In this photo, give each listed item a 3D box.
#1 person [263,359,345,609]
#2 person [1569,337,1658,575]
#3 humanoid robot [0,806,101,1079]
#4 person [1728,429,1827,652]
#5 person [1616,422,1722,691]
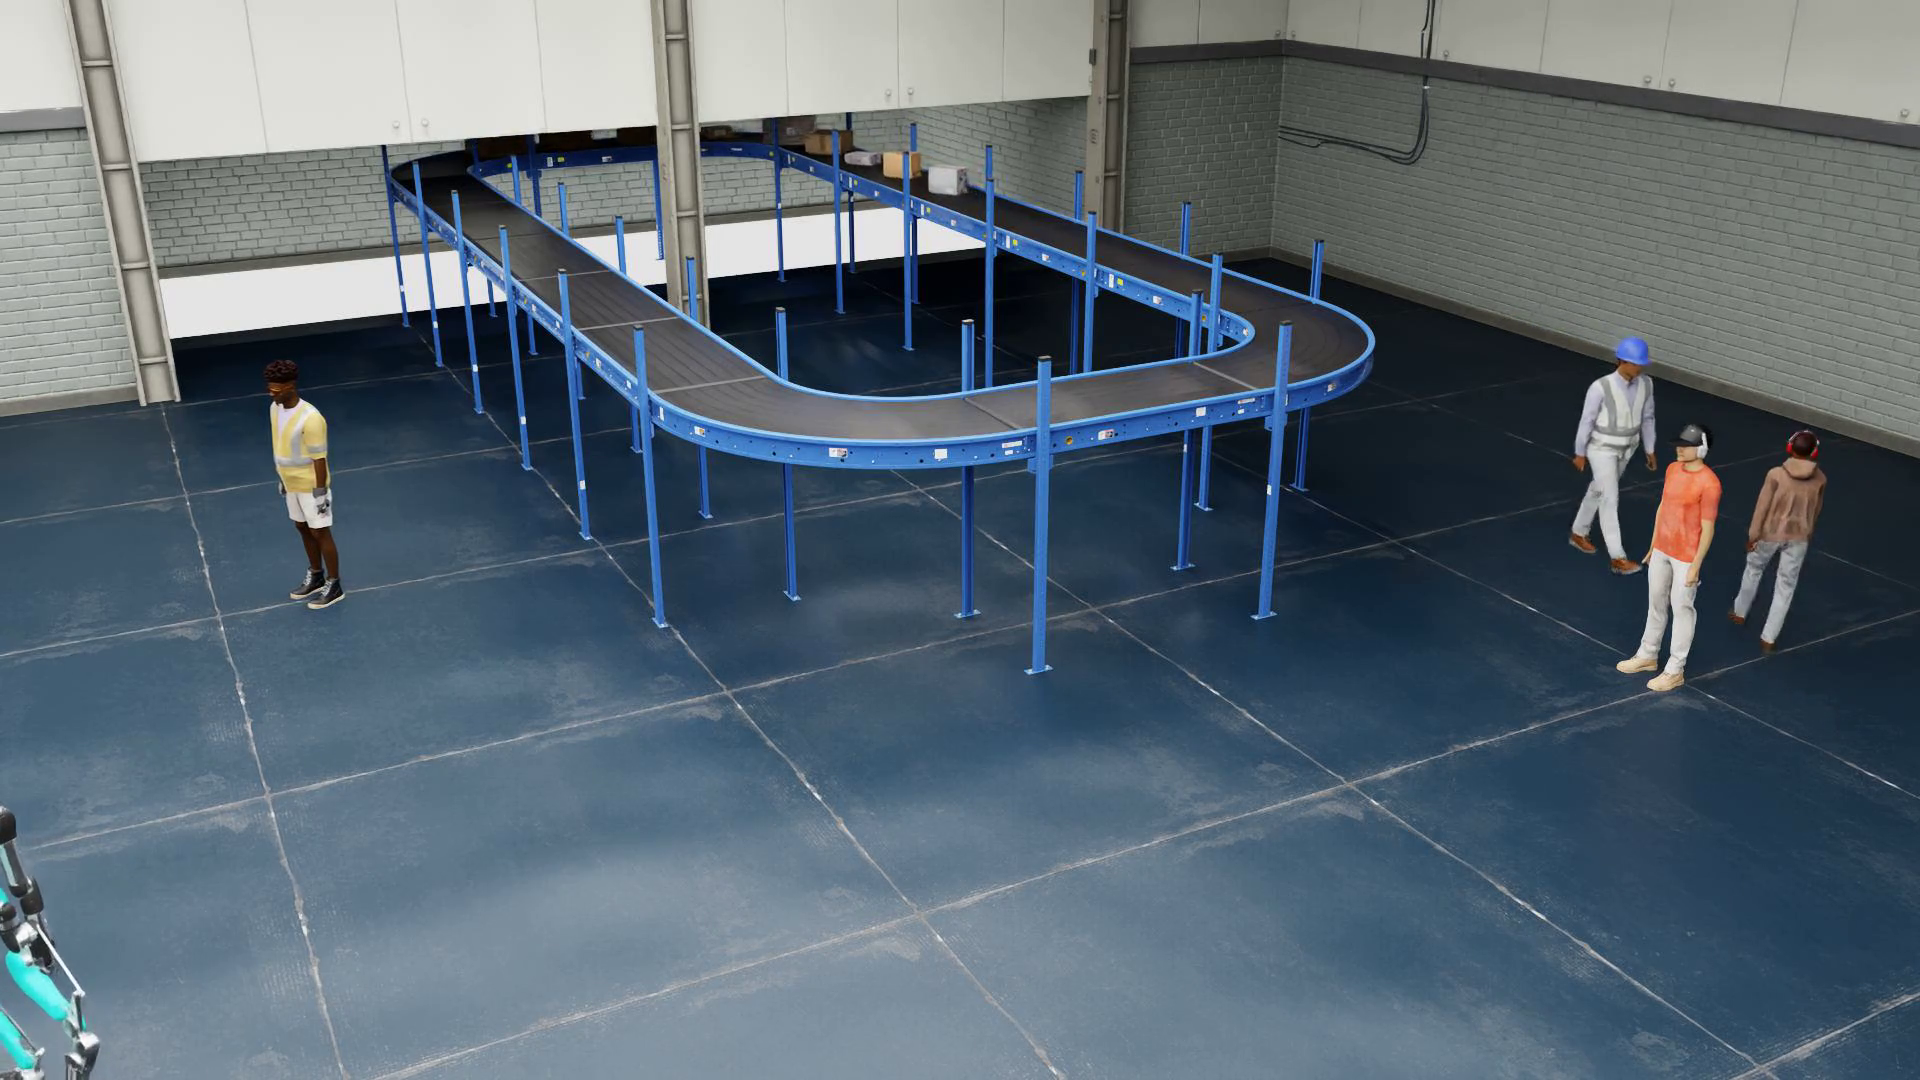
[{"bbox_3d":[-5.022,-0.441,12.718,0.602,1.958,0.376,17,28,36],"label":"person"},{"bbox_3d":[5.344,-0.689,13.395,0.604,1.904,0.973,-10,24,-23],"label":"person"},{"bbox_3d":[-4.145,1.901,7.221,1.028,1.737,0.565,16,27,34],"label":"humanoid robot"},{"bbox_3d":[5.985,-0.037,12.152,0.472,1.621,0.744,6,23,13],"label":"person"},{"bbox_3d":[4.903,0.108,11.423,0.397,1.912,0.475,-8,23,-19],"label":"person"}]
